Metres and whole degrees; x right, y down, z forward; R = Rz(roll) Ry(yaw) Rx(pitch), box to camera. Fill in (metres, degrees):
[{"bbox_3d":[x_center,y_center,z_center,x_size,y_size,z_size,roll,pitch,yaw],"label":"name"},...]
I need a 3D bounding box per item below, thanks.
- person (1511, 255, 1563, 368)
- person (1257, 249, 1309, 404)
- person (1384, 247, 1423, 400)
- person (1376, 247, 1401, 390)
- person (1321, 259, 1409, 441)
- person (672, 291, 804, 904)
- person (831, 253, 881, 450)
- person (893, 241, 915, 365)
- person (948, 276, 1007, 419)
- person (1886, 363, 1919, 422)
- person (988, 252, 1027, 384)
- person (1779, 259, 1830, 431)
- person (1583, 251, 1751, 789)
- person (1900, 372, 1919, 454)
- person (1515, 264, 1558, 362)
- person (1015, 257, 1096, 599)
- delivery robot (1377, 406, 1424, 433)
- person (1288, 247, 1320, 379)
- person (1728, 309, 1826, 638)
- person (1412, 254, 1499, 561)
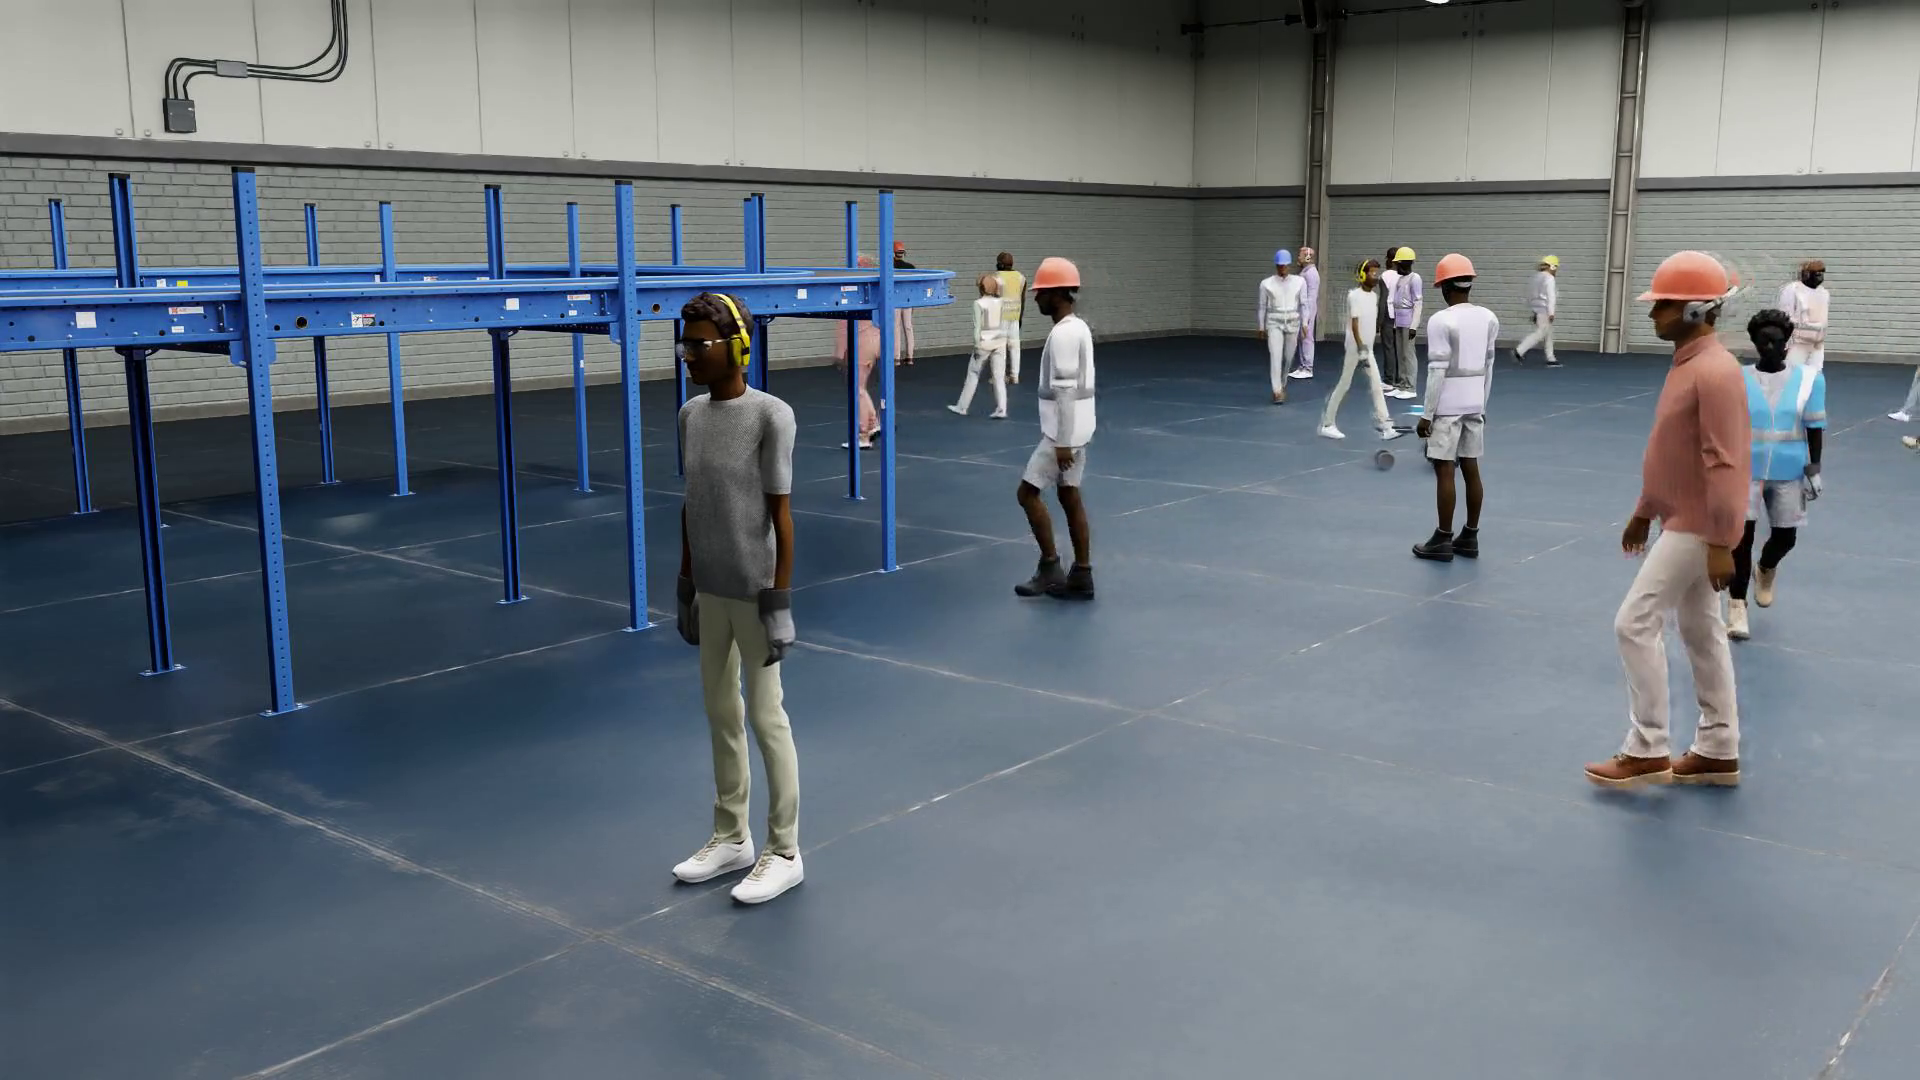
[{"bbox_3d":[9.260,-3.656,26.568,0.797,1.790,0.622,0,10,1],"label":"person"},{"bbox_3d":[4.047,-2.694,20.903,0.603,1.913,0.924,0,10,-1],"label":"person"},{"bbox_3d":[5.675,-2.769,21.257,0.382,1.924,0.594,-1,10,-8],"label":"person"},{"bbox_3d":[5.901,-3.011,22.621,0.597,1.916,0.371,-7,12,-33],"label":"person"},{"bbox_3d":[4.083,-1.907,16.794,0.536,1.820,1.000,-9,13,-40],"label":"person"},{"bbox_3d":[-0.694,0.174,5.135,0.515,1.866,0.318,8,13,39],"label":"person"},{"bbox_3d":[-1.003,-1.826,16.132,0.440,1.895,0.650,5,11,26],"label":"person"},{"bbox_3d":[-0.995,-3.846,27.035,0.612,1.996,0.388,-7,12,-34],"label":"person"},{"bbox_3d":[0.223,-2.185,18.908,0.749,1.609,0.545,9,13,40],"label":"person"},{"bbox_3d":[10.610,-2.046,18.161,0.795,1.600,0.502,-2,10,-11],"label":"person"},{"bbox_3d":[0.632,-3.117,23.431,0.633,1.843,0.429,-7,13,-35],"label":"person"},{"bbox_3d":[8.983,-2.097,17.845,0.632,1.818,0.708,-4,11,-22],"label":"person"},{"bbox_3d":[2.604,-0.058,6.122,0.734,1.971,0.633,3,11,18],"label":"person"},{"bbox_3d":[9.107,-1.618,15.301,0.540,1.787,0.953,-2,10,-13],"label":"person"},{"bbox_3d":[9.484,-3.750,27.252,0.841,1.729,0.543,9,13,40],"label":"person"},{"bbox_3d":[0.509,-0.615,9.344,0.585,1.914,0.564,2,10,12],"label":"person"},{"bbox_3d":[4.100,-1.086,14.871,0.698,0.223,0.335,1,10,8],"label":"delivery robot"},{"bbox_3d":[5.037,-3.329,24.405,0.408,1.913,0.643,0,10,2],"label":"person"},{"bbox_3d":[4.152,-0.363,8.617,0.539,1.673,0.650,3,11,18],"label":"person"},{"bbox_3d":[3.133,-0.844,10.588,0.543,1.928,0.374,-6,12,-28],"label":"person"}]
